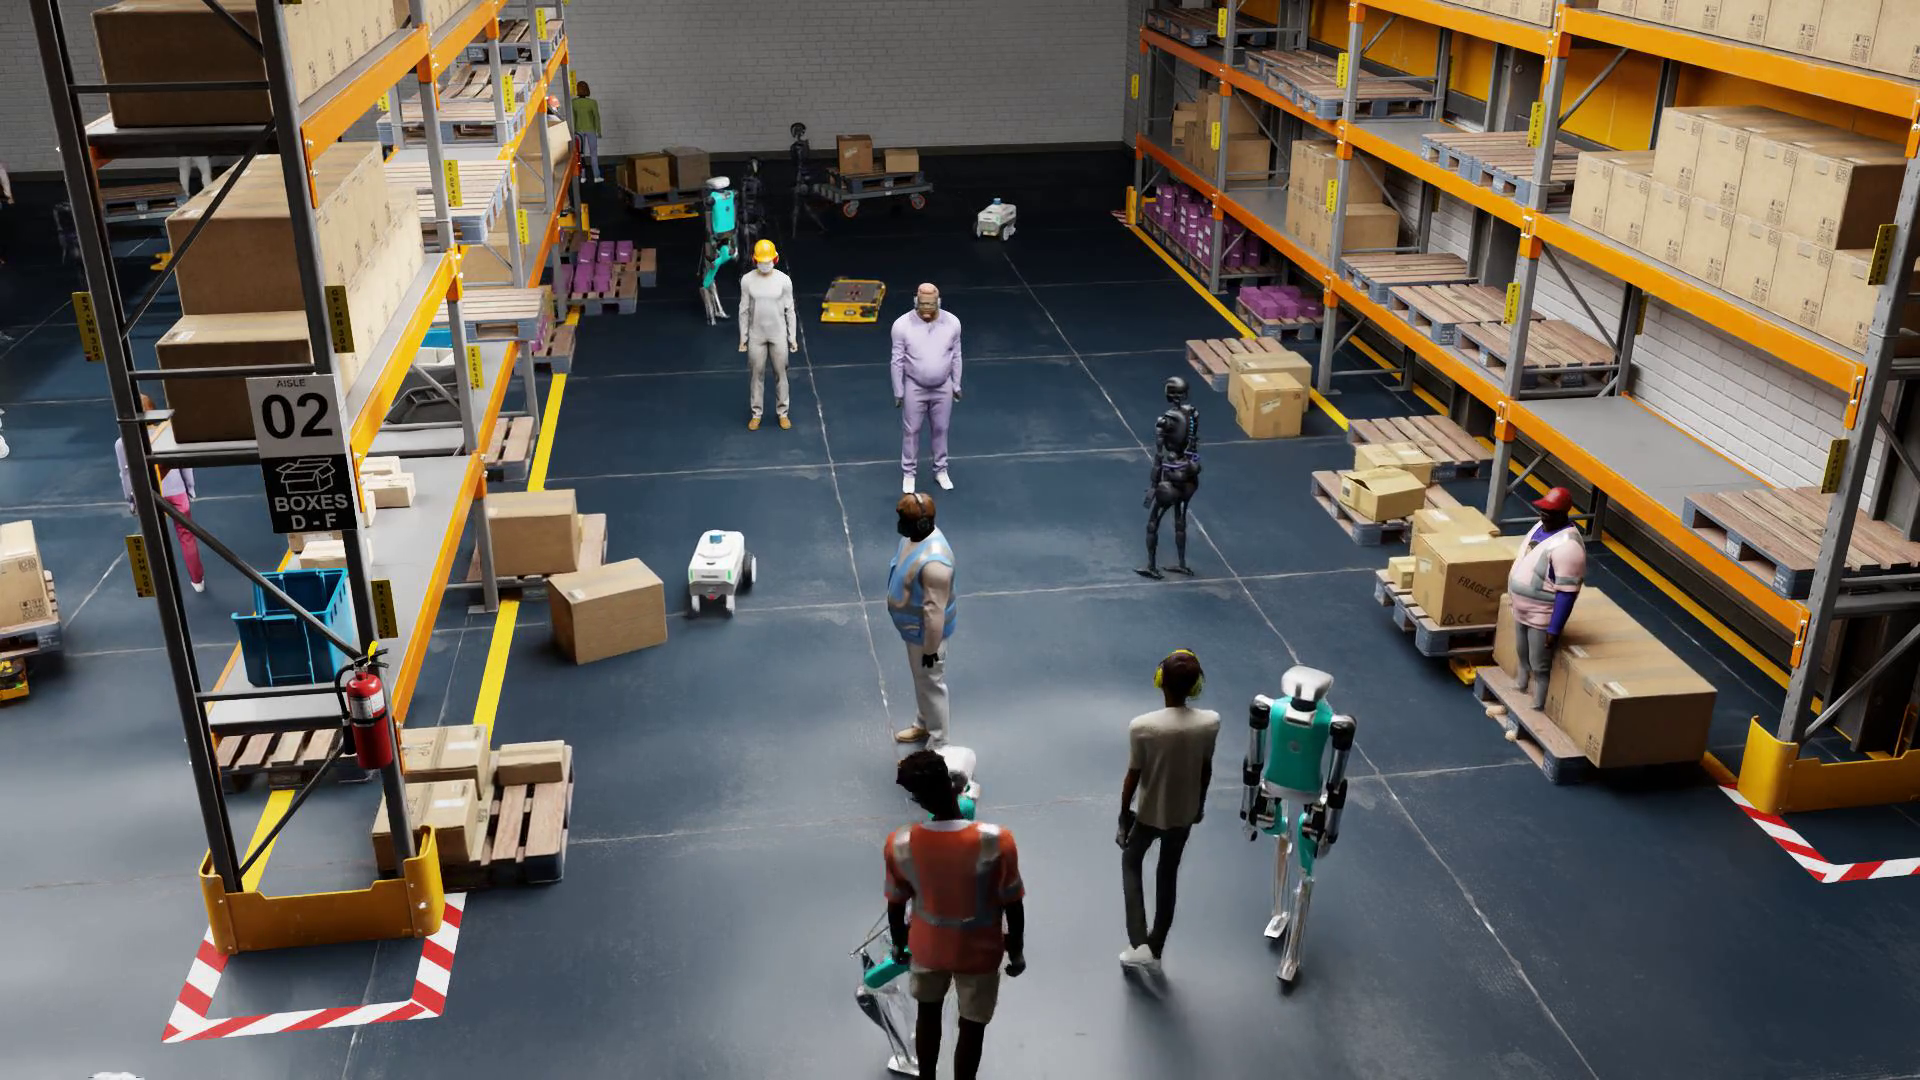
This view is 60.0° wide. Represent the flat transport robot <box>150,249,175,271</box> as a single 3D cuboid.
[{"bbox_3d":[-10.230,-3.888,22.535,0.659,0.231,1.431,5,24,11],"label":"flat transport robot"}]

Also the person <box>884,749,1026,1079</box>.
[{"bbox_3d":[-0.031,1.830,7.470,0.648,1.931,0.395,7,25,16],"label":"person"}]

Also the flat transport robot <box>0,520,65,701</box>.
[{"bbox_3d":[-7.041,0.812,11.827,0.659,0.231,1.431,-13,27,-27],"label":"flat transport robot"}]

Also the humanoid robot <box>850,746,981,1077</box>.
[{"bbox_3d":[-0.258,1.772,7.840,0.699,1.798,0.530,2,24,6],"label":"humanoid robot"}]

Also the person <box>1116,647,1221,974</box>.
[{"bbox_3d":[1.040,1.398,8.545,0.534,1.839,0.387,-4,24,-9],"label":"person"}]

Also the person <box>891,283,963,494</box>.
[{"bbox_3d":[-0.280,-1.337,14.691,0.648,1.904,0.404,-6,24,-14],"label":"person"}]

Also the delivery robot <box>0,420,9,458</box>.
[{"bbox_3d":[-9.390,-0.993,15.578,0.782,0.589,0.499,-16,28,-32],"label":"delivery robot"}]

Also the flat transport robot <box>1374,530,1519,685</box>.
[{"bbox_3d":[3.739,0.643,12.213,0.659,0.231,1.431,-3,24,-7],"label":"flat transport robot"}]

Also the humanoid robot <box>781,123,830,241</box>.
[{"bbox_3d":[-2.200,-5.066,23.517,0.675,1.633,0.600,-1,24,-1],"label":"humanoid robot"}]

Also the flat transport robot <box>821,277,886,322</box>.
[{"bbox_3d":[-1.294,-2.943,20.383,0.659,0.231,1.431,1,24,2],"label":"flat transport robot"}]

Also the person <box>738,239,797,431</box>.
[{"bbox_3d":[-1.876,-1.998,16.210,0.562,1.895,0.364,-1,24,-3],"label":"person"}]

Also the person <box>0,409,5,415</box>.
[{"bbox_3d":[-9.911,-2.131,16.446,0.420,1.949,0.489,14,27,29],"label":"person"}]

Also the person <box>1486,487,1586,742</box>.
[{"bbox_3d":[3.738,0.469,10.762,0.419,1.754,0.603,-2,24,-4],"label":"person"}]

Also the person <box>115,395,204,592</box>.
[{"bbox_3d":[-6.122,-0.331,12.741,0.498,1.629,0.287,-15,28,-31],"label":"person"}]

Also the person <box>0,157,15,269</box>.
[{"bbox_3d":[-12.871,-4.540,21.979,0.653,1.907,0.857,-21,31,-39],"label":"person"}]

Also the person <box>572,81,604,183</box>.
[{"bbox_3d":[-6.098,-6.650,27.125,0.506,1.632,0.275,2,24,4],"label":"person"}]

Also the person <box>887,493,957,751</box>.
[{"bbox_3d":[-0.240,0.555,10.477,0.431,1.837,0.631,-5,24,-12],"label":"person"}]

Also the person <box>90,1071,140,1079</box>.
[{"bbox_3d":[-2.712,2.616,5.736,0.436,1.872,0.471,10,25,21],"label":"person"}]

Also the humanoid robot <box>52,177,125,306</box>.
[{"bbox_3d":[-10.571,-3.572,20.125,0.616,1.642,0.590,16,29,33],"label":"humanoid robot"}]

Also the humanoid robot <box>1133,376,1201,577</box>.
[{"bbox_3d":[1.638,-0.502,13.074,0.497,1.649,0.616,19,30,37],"label":"humanoid robot"}]

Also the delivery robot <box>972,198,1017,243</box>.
[{"bbox_3d":[0.506,-4.549,23.708,0.524,0.612,0.784,11,26,23],"label":"delivery robot"}]

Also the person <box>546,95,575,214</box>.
[{"bbox_3d":[-6.086,-5.808,25.062,0.562,1.751,0.328,11,26,24],"label":"person"}]

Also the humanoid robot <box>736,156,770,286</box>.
[{"bbox_3d":[-2.648,-4.036,21.134,0.323,1.643,0.602,9,25,19],"label":"humanoid robot"}]

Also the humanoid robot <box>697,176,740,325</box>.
[{"bbox_3d":[-2.937,-3.388,19.649,0.680,1.860,0.546,17,29,34],"label":"humanoid robot"}]

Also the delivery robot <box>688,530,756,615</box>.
[{"bbox_3d":[-1.869,0.211,12.865,0.499,0.614,0.797,0,24,1],"label":"delivery robot"}]

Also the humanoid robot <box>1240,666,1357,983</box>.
[{"bbox_3d":[1.761,1.395,8.664,0.553,1.767,0.840,10,26,22],"label":"humanoid robot"}]

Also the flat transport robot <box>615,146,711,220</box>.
[{"bbox_3d":[-4.516,-5.106,25.310,0.659,0.231,1.431,-11,26,-24],"label":"flat transport robot"}]

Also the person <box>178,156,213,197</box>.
[{"bbox_3d":[-11.765,-6.004,25.454,0.657,1.805,0.440,8,25,17],"label":"person"}]

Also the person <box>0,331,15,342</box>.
[{"bbox_3d":[-11.100,-2.984,18.664,0.381,1.741,0.616,4,24,8],"label":"person"}]

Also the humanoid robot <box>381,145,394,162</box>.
[{"bbox_3d":[-7.836,-5.038,23.439,0.592,1.644,0.658,3,24,6],"label":"humanoid robot"}]
